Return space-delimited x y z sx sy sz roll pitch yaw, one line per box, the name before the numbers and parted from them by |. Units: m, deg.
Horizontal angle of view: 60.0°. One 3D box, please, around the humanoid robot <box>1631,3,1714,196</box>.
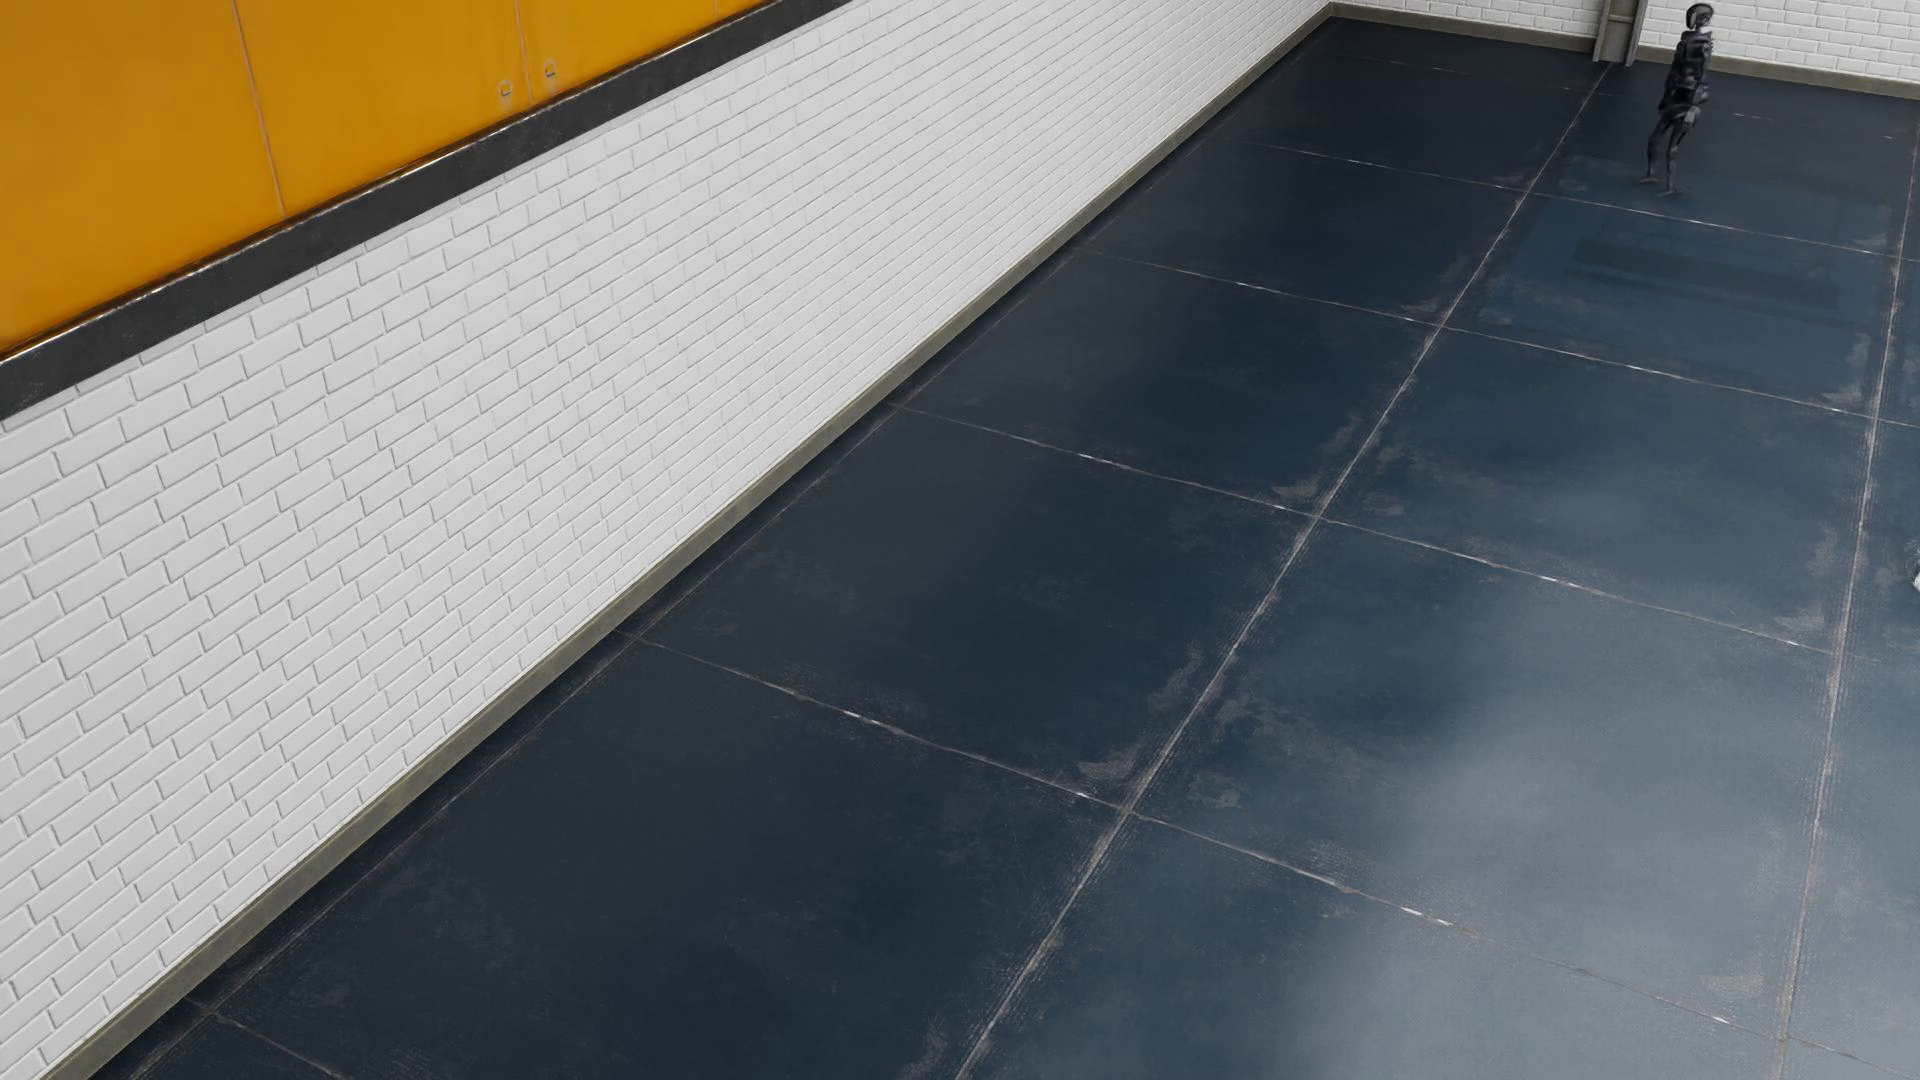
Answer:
humanoid robot | 6.196 -3.778 14.339 0.386 1.653 0.611 -2 34 -3
